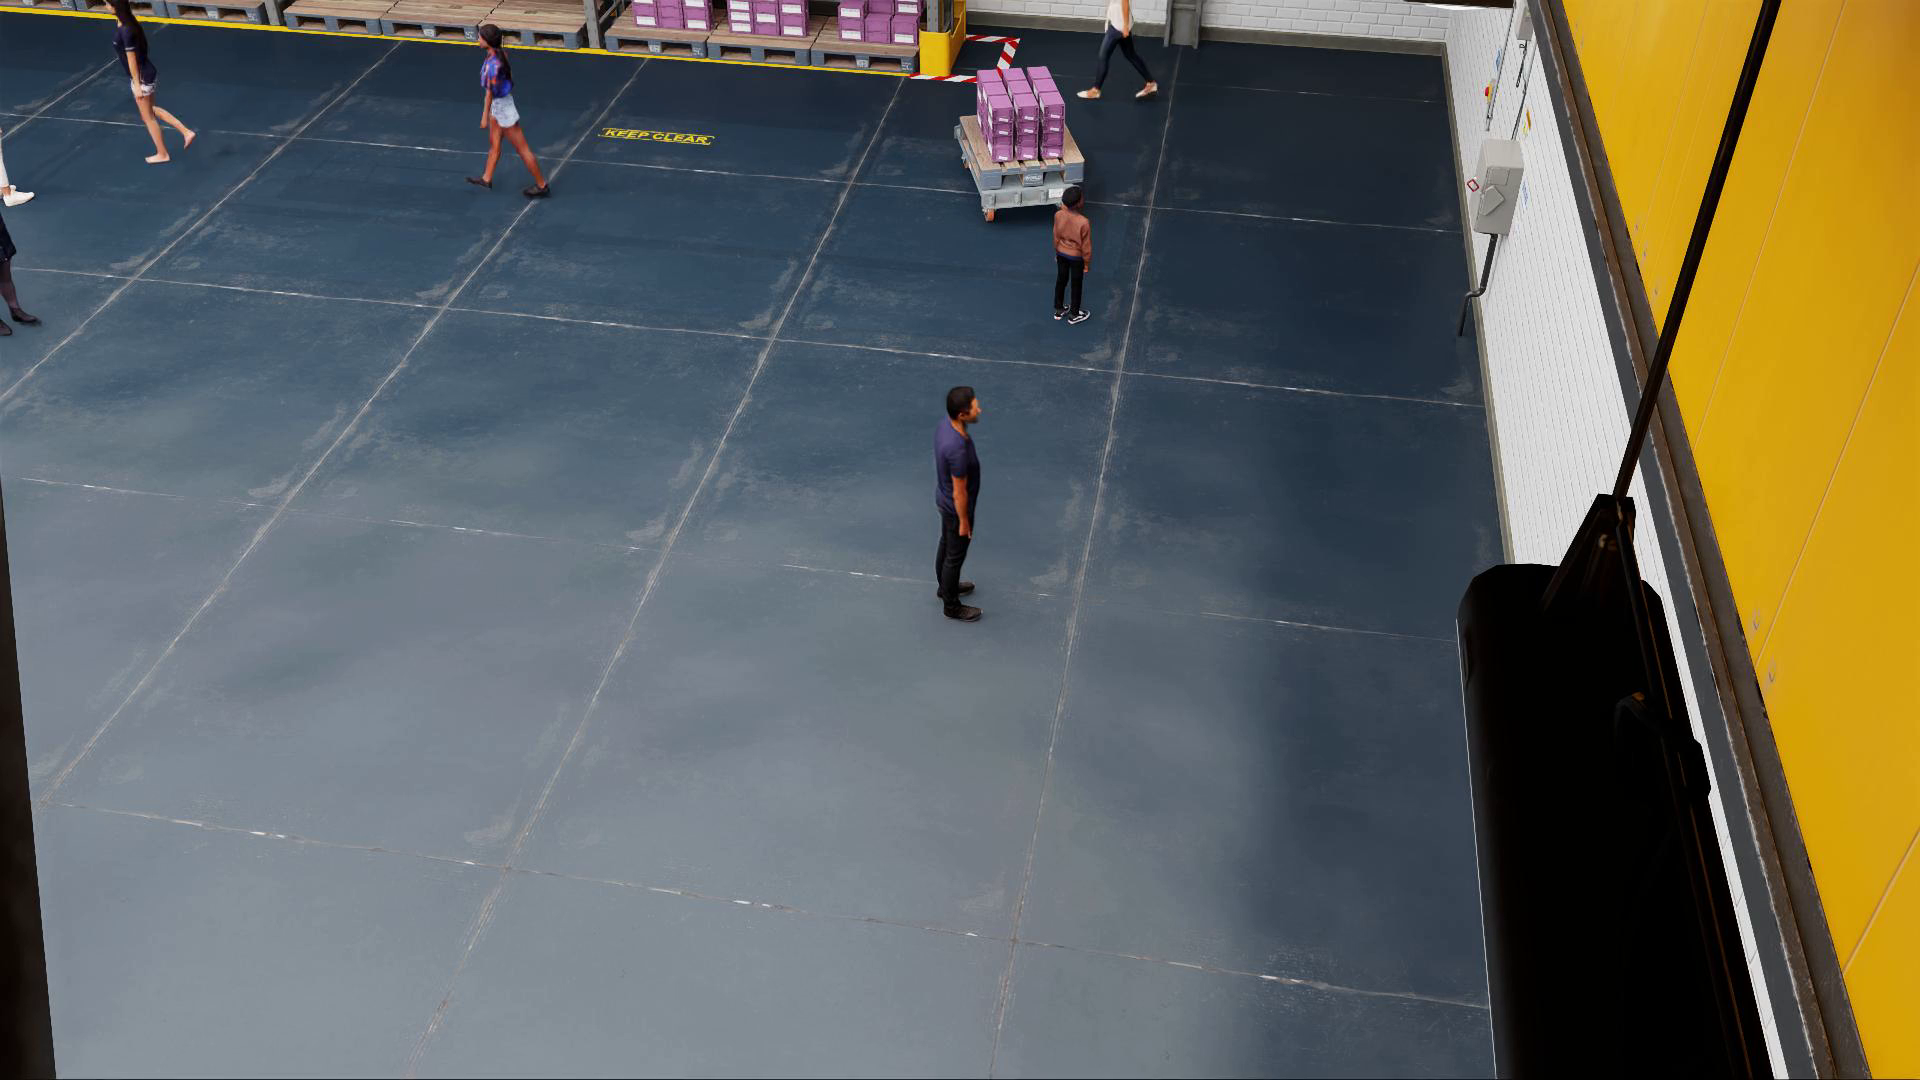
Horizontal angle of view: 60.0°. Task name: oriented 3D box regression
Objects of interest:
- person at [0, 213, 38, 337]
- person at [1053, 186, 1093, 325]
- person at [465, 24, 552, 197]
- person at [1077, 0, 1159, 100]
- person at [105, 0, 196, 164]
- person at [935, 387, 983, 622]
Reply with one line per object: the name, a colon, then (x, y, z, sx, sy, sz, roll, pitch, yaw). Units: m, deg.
person: (-8.237, -2.526, 13.982, 0.735, 1.674, 0.742, 17, 42, 20)
person: (0.946, -2.445, 14.218, 0.529, 1.254, 0.647, 24, 45, 27)
person: (-4.249, -4.056, 15.873, 1.109, 1.704, 0.738, -1, 39, -2)
person: (1.799, -5.475, 17.616, 1.131, 1.747, 0.701, 2, 39, 3)
person: (-8.018, -4.579, 16.487, 0.853, 1.756, 0.727, -6, 39, -7)
person: (-0.030, -0.257, 11.049, 0.644, 1.789, 0.712, -6, 39, -7)
